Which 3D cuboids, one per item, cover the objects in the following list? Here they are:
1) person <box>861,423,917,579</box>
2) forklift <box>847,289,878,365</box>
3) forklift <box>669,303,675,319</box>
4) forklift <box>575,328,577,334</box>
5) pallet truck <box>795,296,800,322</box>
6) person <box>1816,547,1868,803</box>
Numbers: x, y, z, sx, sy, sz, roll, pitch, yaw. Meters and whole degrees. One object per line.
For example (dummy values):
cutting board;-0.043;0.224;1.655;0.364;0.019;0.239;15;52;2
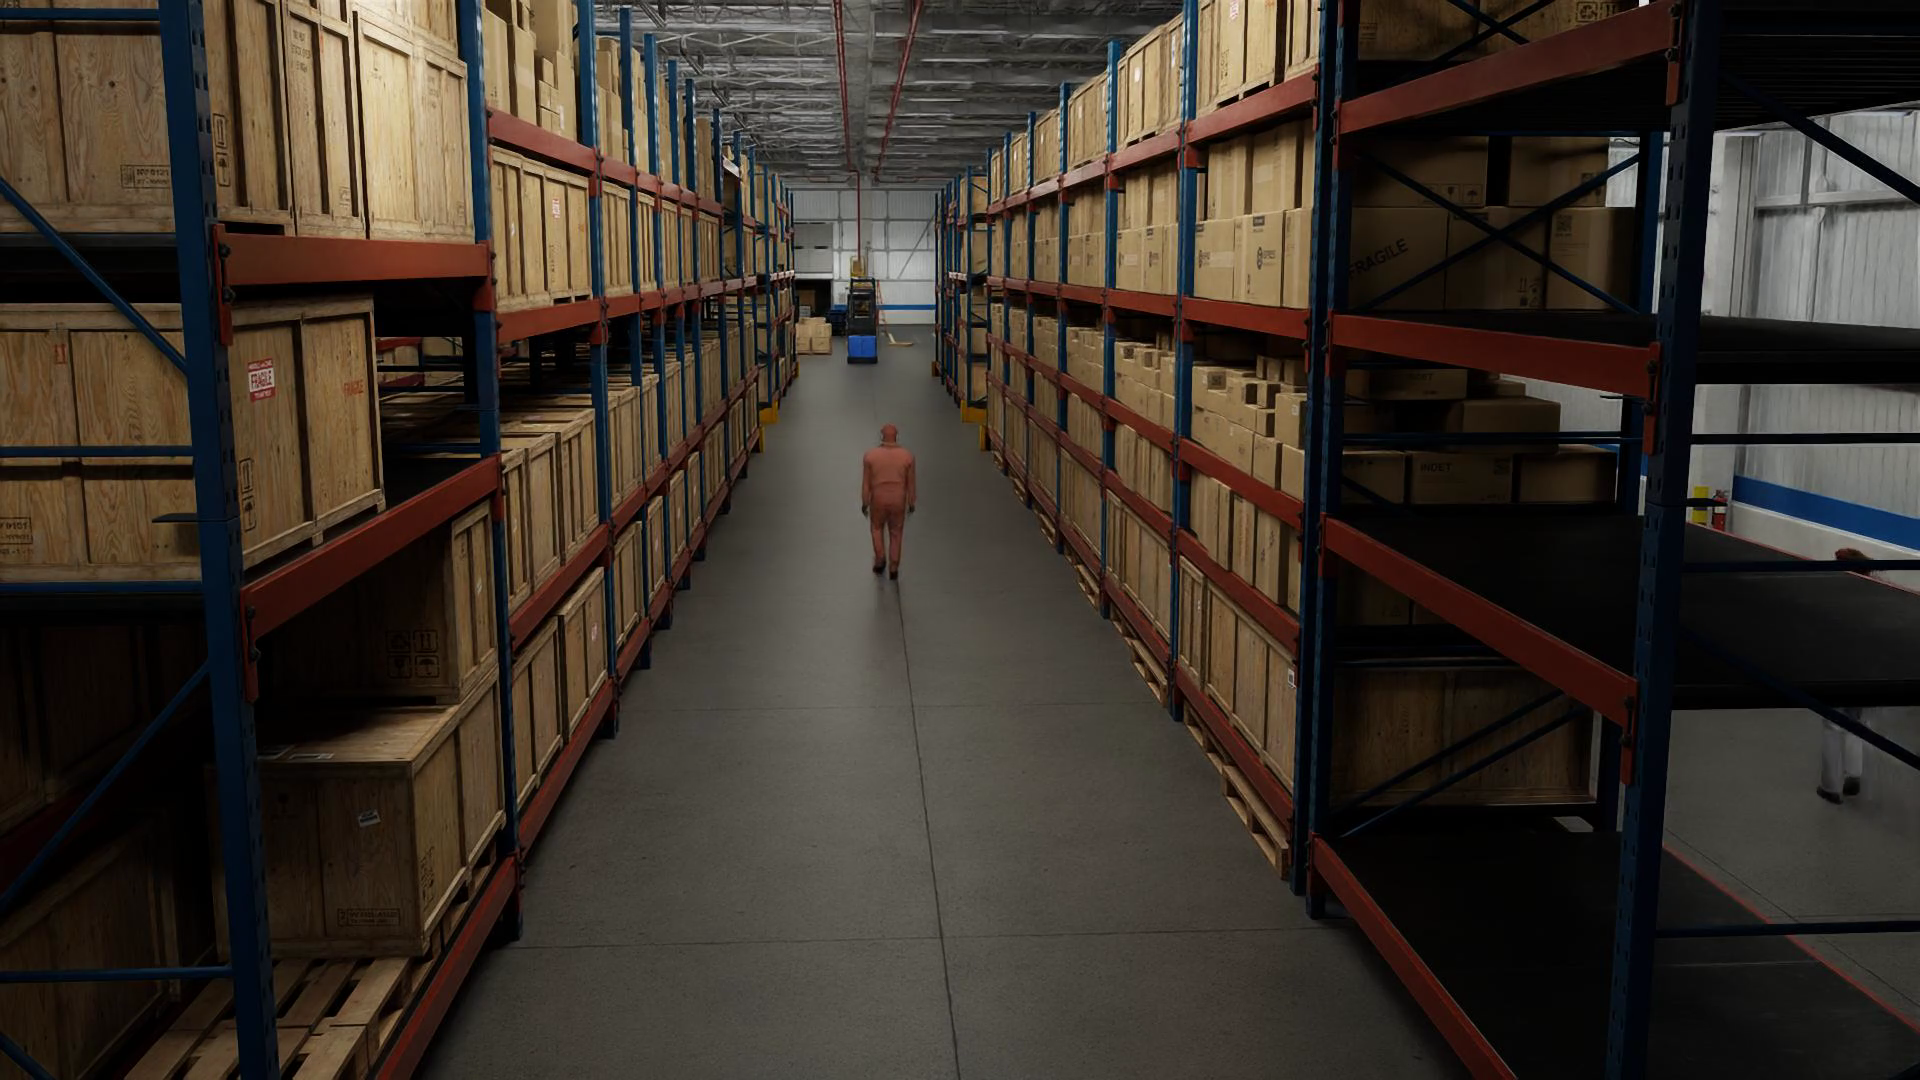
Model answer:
person;-0.875;-0.491;20.357;0.681;1.880;0.777;-1;10;-6
forklift;-3.666;-7.985;62.168;1.129;2.768;1.873;-1;10;-4
forklift;-8.353;-5.974;50.152;1.873;2.768;1.129;5;11;26
forklift;-9.096;-4.400;40.753;1.129;2.768;1.873;-1;10;-4
pallet truck;-8.622;-12.439;91.403;1.885;1.965;0.823;2;10;13
person;6.287;0.965;11.820;0.603;1.829;0.453;1;10;6
